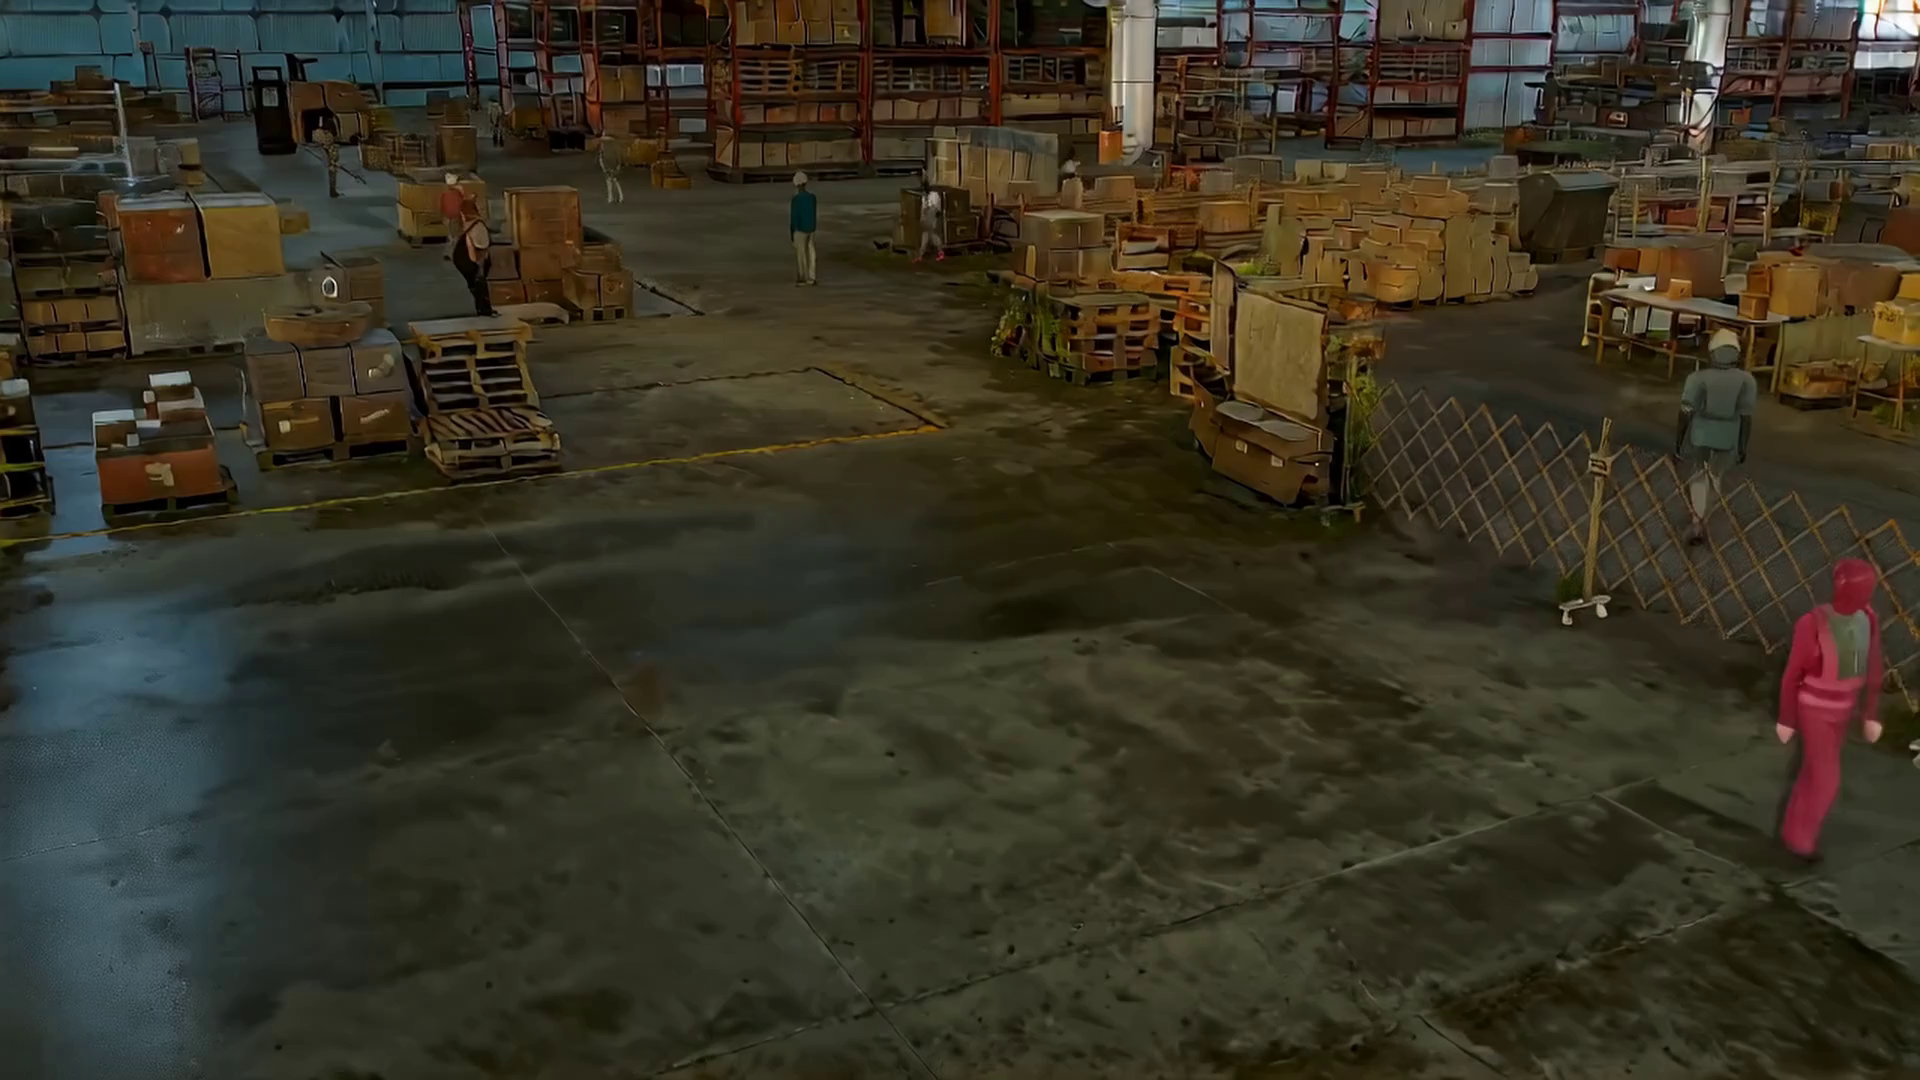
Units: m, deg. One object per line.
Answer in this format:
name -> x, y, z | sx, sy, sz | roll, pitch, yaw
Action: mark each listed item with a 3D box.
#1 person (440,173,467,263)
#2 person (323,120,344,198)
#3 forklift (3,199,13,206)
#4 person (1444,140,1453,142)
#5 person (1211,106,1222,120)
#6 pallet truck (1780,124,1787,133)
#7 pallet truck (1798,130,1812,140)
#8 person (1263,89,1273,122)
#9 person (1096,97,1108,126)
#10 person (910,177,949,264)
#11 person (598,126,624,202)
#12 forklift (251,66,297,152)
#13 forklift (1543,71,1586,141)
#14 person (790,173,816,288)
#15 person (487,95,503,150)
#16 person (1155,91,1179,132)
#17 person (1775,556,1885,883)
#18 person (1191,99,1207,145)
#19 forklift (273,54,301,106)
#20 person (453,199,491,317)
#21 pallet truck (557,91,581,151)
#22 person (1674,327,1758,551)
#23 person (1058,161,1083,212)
person -> -9.774, -6.207, 32.064 | 0.600, 1.721, 0.379 | 12, 21, 33
person -> -16.250, -9.857, 43.037 | 0.367, 1.967, 0.601 | -4, 18, -13
forklift -> -24.498, -9.585, 40.717 | 1.873, 2.768, 1.129 | -9, 20, -26
person -> 17.891, -15.353, 60.708 | 0.498, 1.633, 0.280 | -17, 24, -42
person -> 8.383, -13.345, 54.374 | 0.536, 1.676, 0.606 | -8, 19, -23
pallet truck -> 25.206, -12.542, 52.601 | 1.601, 1.201, 0.680 | 0, 18, -2
pallet truck -> 25.526, -11.556, 49.408 | 1.630, 1.274, 0.653 | -9, 20, -26
person -> 12.364, -17.247, 66.632 | 0.379, 1.628, 0.521 | -8, 20, -24
person -> 5.605, -16.836, 65.295 | 0.540, 1.658, 0.855 | 0, 18, -1
person -> -0.568, -6.162, 32.010 | 0.873, 1.654, 0.531 | -8, 19, -23
person -> -8.791, -9.444, 41.847 | 0.582, 1.901, 0.556 | -16, 24, -41
forklift -> -23.496, -14.721, 56.728 | 1.129, 2.768, 1.873 | -9, 20, -26
forklift -> 18.685, -13.231, 52.085 | 1.873, 2.768, 1.129 | -9, 20, -26
person -> -2.773, -5.455, 29.276 | 0.395, 1.989, 0.619 | 13, 22, 35
person -> -16.067, -14.415, 57.414 | 0.329, 1.865, 0.511 | 16, 24, 41
person -> 8.185, -17.082, 65.695 | 1.003, 1.878, 0.557 | 1, 18, 4
person -> 4.944, 1.004, 9.340 | 0.590, 1.867, 0.624 | -9, 20, -26
person -> 8.459, -14.857, 58.713 | 0.640, 1.923, 0.670 | 0, 18, -1
forklift -> -28.179, -19.172, 70.605 | 1.873, 2.768, 1.129 | -9, 20, -26
person -> -7.295, -4.076, 24.896 | 0.537, 2.000, 0.683 | -8, 20, -24
pallet truck -> -13.495, -14.412, 57.188 | 0.823, 1.965, 1.885 | -3, 18, -9
person -> 6.839, -0.911, 15.091 | 0.614, 2.017, 0.921 | 4, 18, 14
person -> 2.121, -6.676, 33.387 | 0.903, 1.792, 0.623 | -9, 20, -26
